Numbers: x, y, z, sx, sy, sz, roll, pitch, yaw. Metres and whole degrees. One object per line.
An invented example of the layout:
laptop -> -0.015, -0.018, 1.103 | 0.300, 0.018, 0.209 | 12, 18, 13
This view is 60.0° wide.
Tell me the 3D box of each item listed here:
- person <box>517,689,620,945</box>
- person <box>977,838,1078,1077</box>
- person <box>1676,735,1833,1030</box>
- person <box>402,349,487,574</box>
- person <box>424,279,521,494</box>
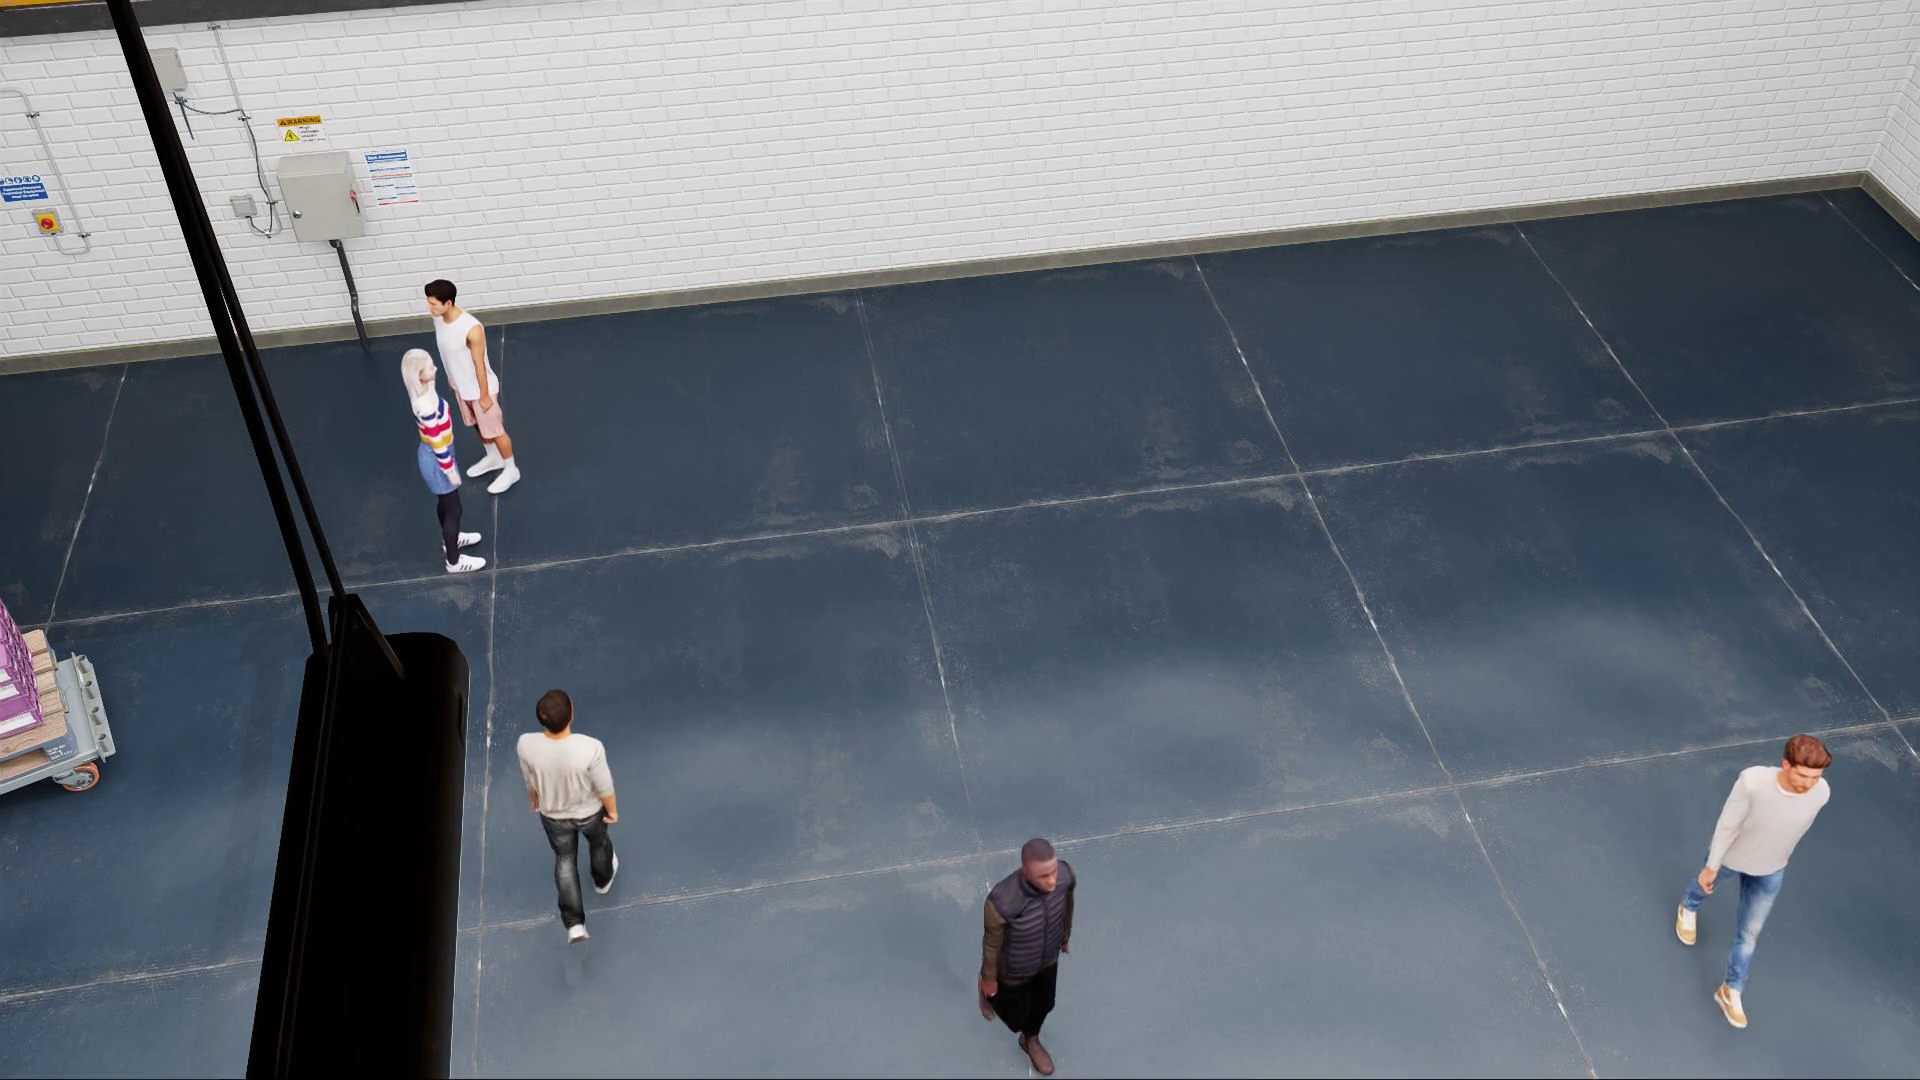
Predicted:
person -> -2.139, 1.530, 9.104 | 0.725, 1.793, 1.019 | -1, 44, -1
person -> 0.297, 2.071, 8.515 | 0.887, 1.822, 0.972 | -24, 48, -23
person -> 4.211, 1.620, 8.957 | 0.934, 1.864, 1.203 | 9, 44, 9
person -> -3.545, -0.543, 11.272 | 0.733, 1.803, 0.503 | -14, 45, -14
person -> -3.470, -1.133, 11.908 | 0.710, 1.780, 0.791 | 31, 52, 28
